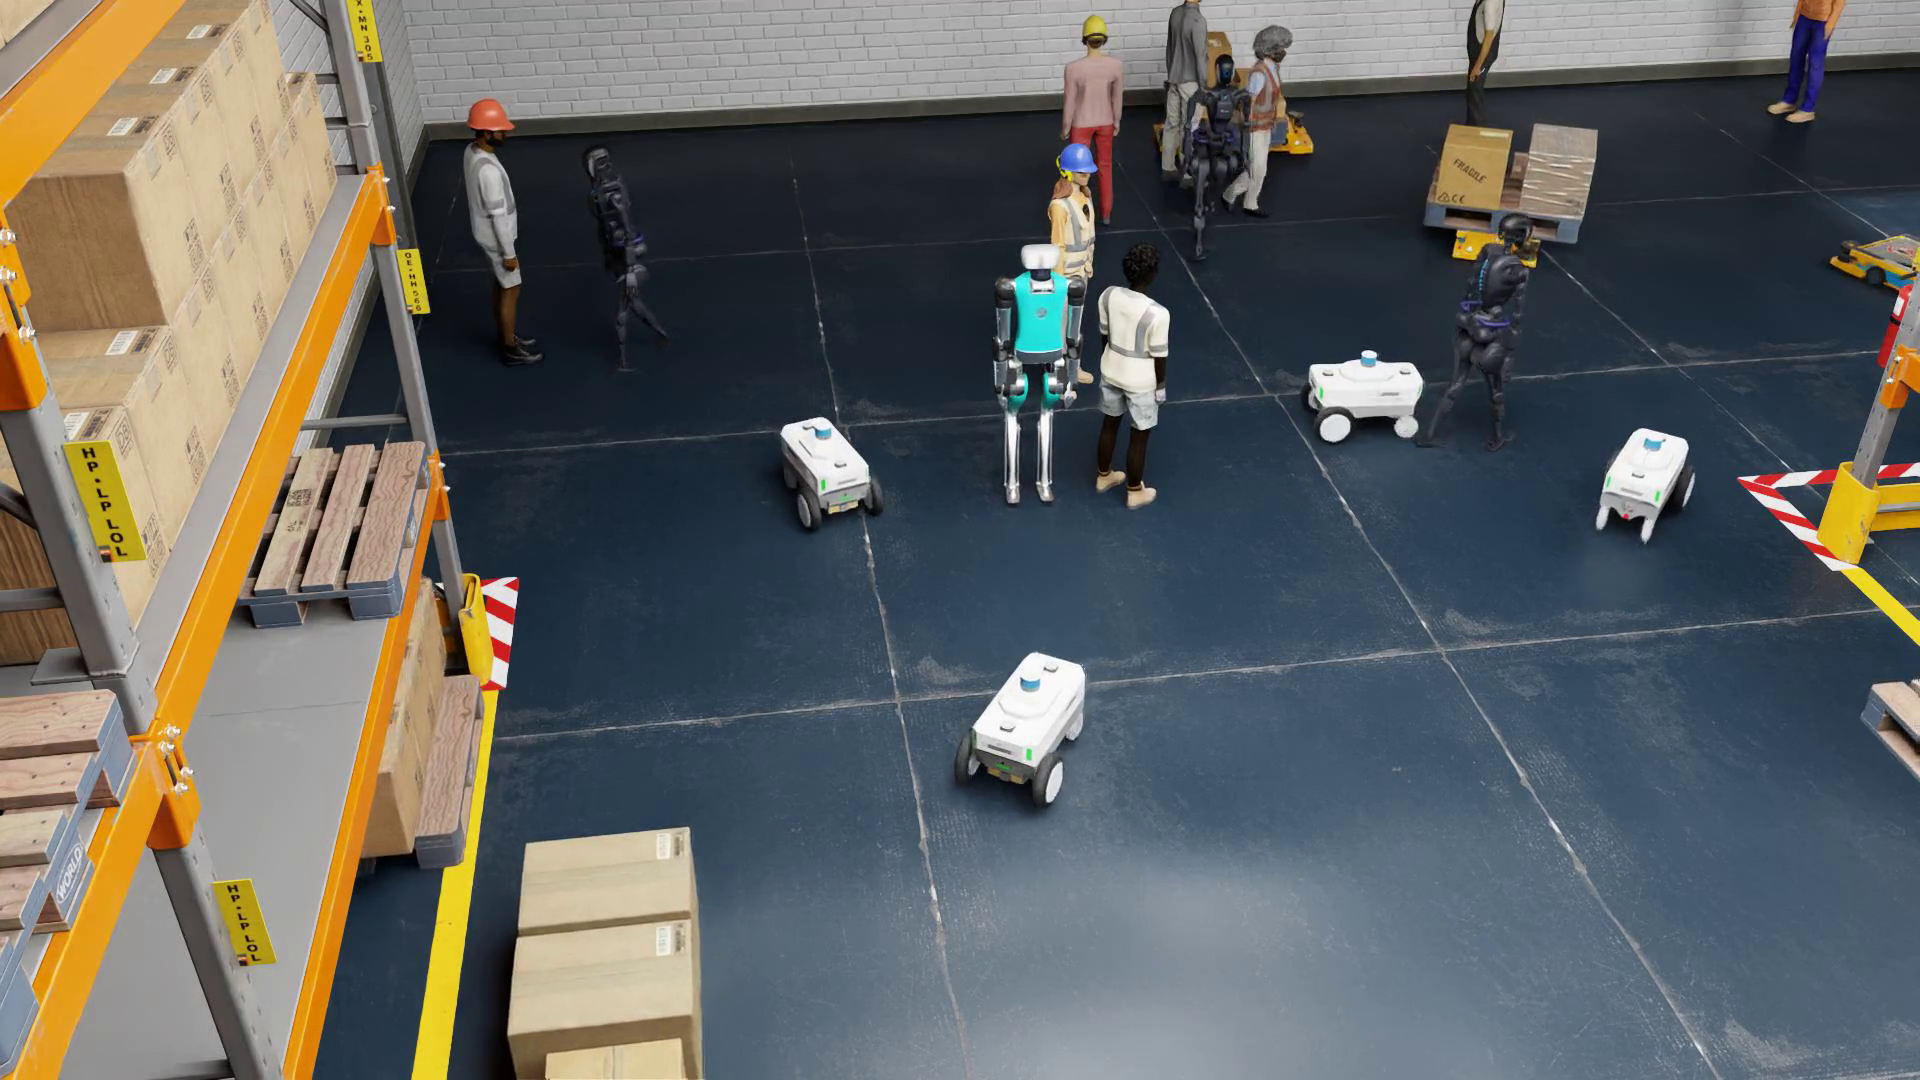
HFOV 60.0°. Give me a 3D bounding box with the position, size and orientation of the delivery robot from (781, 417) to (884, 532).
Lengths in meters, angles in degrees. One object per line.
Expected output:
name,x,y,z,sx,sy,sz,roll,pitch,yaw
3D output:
delivery robot,-0.818,-0.423,10.256,0.499,0.614,0.790,-15,36,-22

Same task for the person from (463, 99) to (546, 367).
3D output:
person,-3.195,-2.128,11.604,0.382,1.924,0.546,-15,36,-22

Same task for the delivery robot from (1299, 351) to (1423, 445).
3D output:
delivery robot,2.667,-0.964,11.083,0.812,0.611,0.499,-1,33,-2

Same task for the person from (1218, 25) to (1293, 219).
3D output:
person,2.506,-3.458,13.860,0.397,1.668,0.480,21,38,29

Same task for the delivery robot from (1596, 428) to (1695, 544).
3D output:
delivery robot,4.175,-0.378,10.156,0.499,0.580,0.756,20,38,27

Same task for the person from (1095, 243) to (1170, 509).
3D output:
person,1.040,-0.987,10.062,0.320,1.692,0.532,-26,41,-34

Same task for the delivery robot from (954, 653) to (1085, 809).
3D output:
delivery robot,0.331,0.917,8.201,0.499,0.611,0.804,15,36,22

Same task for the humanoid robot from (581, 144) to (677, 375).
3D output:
humanoid robot,-2.318,-1.990,11.651,0.678,1.615,0.598,-18,37,-26

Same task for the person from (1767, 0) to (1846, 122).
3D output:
person,8.258,-5.054,16.042,0.405,1.972,0.520,-11,35,-16

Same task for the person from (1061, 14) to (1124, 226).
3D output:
person,1.082,-3.447,13.765,0.532,1.766,0.324,-9,34,-14

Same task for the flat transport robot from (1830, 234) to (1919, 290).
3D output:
flat transport robot,7.628,-2.026,12.957,0.659,0.231,1.431,-16,37,-23

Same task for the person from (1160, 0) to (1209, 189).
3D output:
person,1.973,-4.009,14.507,0.396,1.898,0.527,-18,37,-25

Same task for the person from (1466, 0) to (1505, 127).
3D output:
person,4.708,-4.370,15.108,0.327,1.842,0.512,9,34,14

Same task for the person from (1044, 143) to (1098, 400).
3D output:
person,0.754,-1.822,11.263,0.305,1.778,0.461,17,37,24

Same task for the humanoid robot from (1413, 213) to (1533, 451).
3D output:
humanoid robot,3.347,-1.309,10.606,0.692,1.636,0.590,-11,35,-16

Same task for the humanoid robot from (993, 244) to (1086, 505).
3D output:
humanoid robot,0.441,-1.048,10.052,0.530,1.730,0.689,-3,33,-4

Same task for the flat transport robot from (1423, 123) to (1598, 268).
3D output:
flat transport robot,4.531,-2.659,13.927,0.659,0.231,1.431,11,35,16

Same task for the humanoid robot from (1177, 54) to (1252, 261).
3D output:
humanoid robot,2.045,-3.043,13.256,0.600,1.632,0.769,-5,33,-8

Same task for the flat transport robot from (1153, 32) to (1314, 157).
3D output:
flat transport robot,2.578,-3.854,15.759,1.431,0.231,0.659,-1,33,-1
